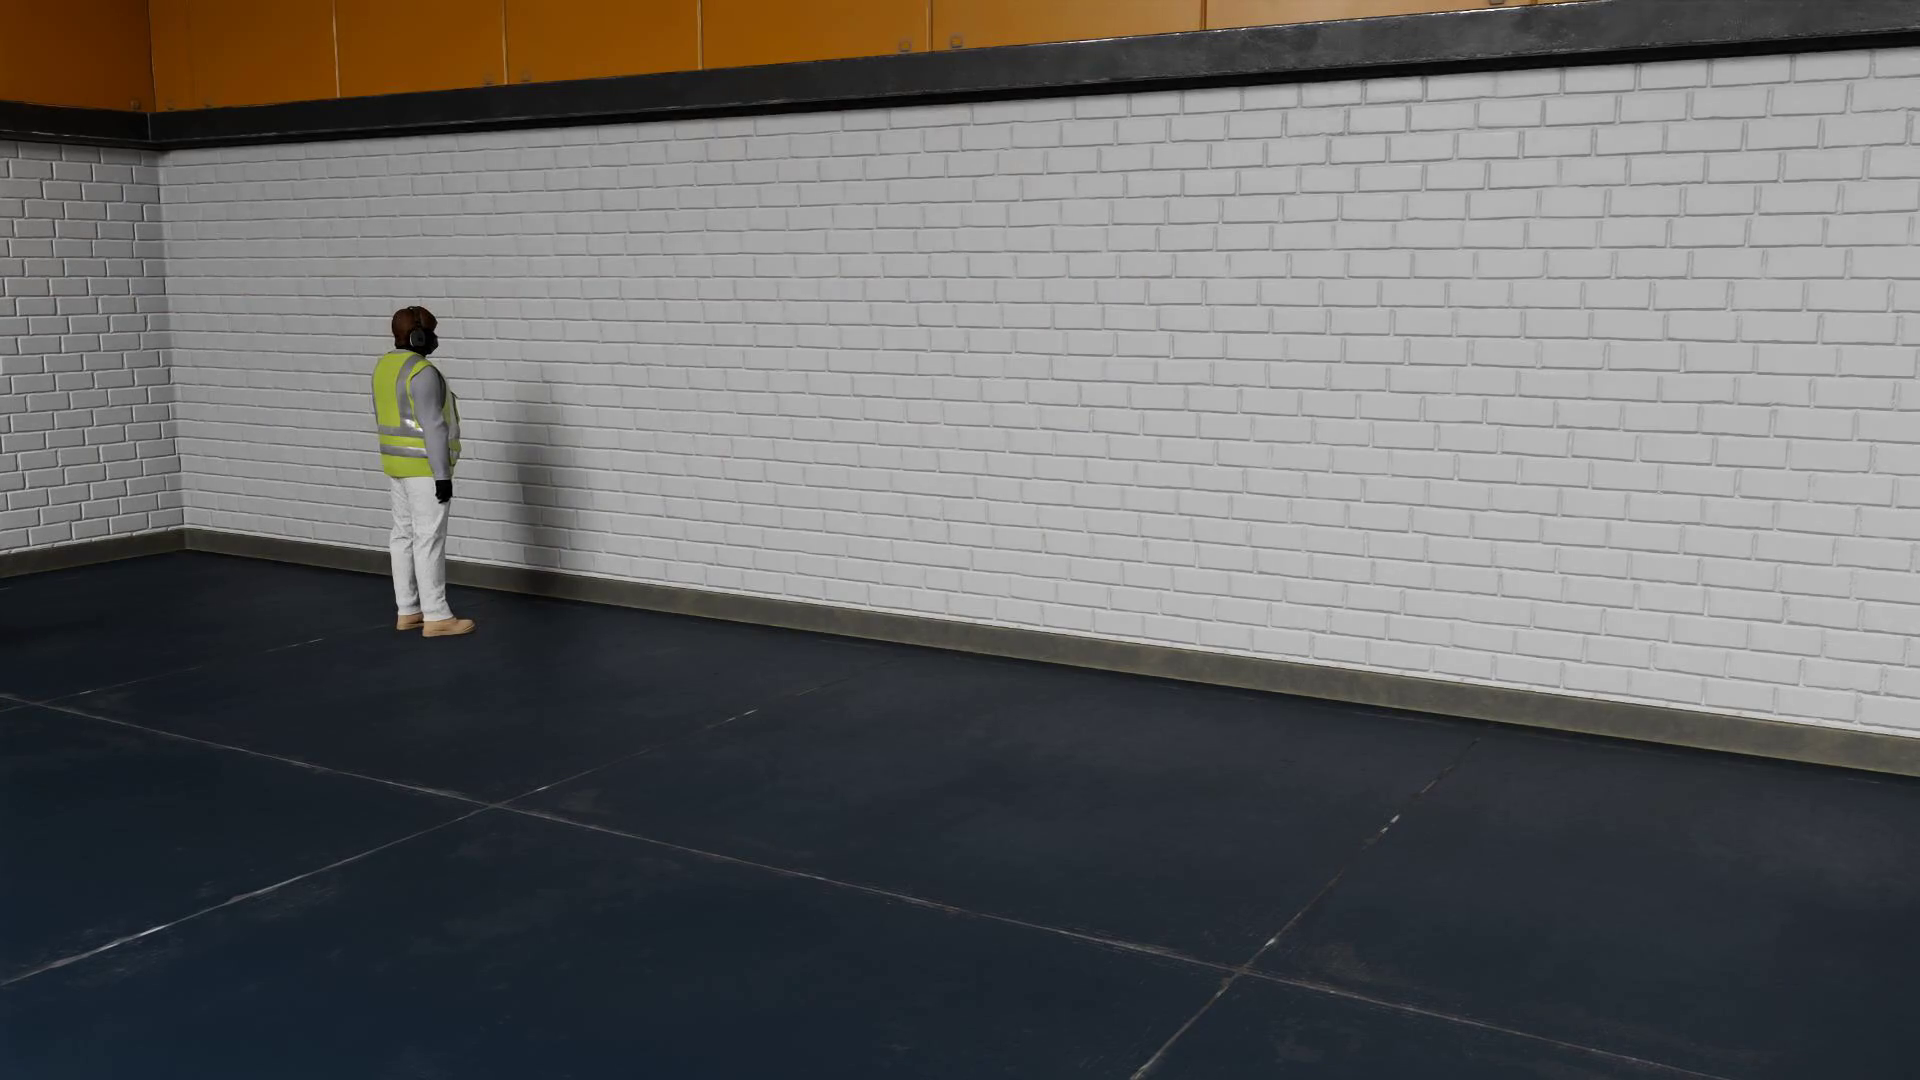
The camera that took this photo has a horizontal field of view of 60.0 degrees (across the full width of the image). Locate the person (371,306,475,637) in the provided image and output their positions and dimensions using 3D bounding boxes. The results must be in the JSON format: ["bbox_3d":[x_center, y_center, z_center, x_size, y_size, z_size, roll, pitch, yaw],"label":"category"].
[{"bbox_3d":[-3.020,-0.383,9.336,0.624,1.844,0.429,9,13,44],"label":"person"}]
